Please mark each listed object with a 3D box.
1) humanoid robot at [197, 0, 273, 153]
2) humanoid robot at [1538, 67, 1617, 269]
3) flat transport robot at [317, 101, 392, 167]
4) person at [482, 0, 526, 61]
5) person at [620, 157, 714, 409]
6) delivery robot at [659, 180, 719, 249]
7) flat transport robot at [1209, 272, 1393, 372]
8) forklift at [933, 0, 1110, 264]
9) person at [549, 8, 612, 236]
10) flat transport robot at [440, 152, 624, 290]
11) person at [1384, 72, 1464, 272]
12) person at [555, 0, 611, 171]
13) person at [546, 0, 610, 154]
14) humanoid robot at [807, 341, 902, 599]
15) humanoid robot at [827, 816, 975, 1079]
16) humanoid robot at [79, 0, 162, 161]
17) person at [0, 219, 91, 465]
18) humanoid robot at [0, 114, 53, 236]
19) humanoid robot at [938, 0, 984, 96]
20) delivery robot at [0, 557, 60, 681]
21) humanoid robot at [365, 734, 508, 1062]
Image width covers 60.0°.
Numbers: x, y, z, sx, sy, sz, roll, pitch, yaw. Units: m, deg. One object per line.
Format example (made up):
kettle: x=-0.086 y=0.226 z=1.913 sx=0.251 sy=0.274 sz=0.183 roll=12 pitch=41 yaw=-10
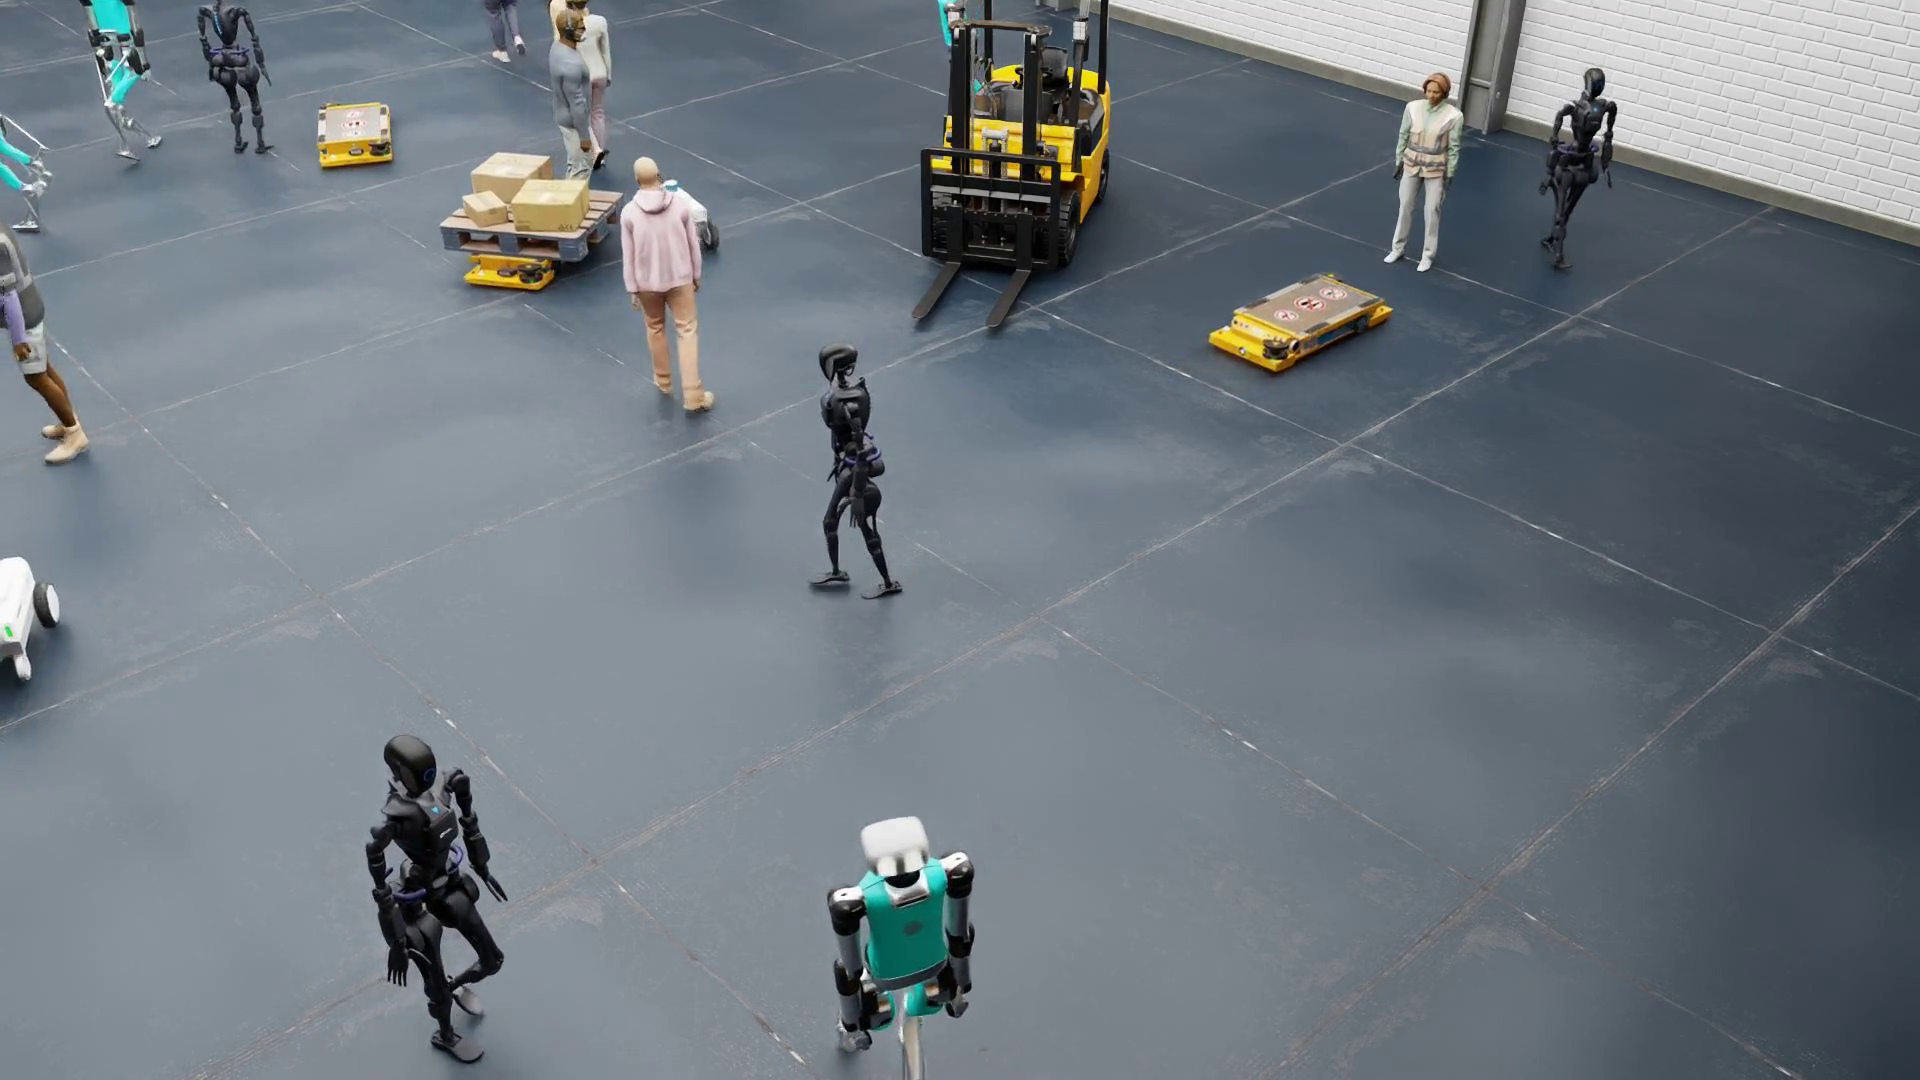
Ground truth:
humanoid robot: x=-6.889 y=-4.519 z=15.819 sx=0.609 sy=1.649 sz=0.327 roll=2 pitch=33 yaw=2
humanoid robot: x=5.062 y=-3.035 z=13.576 sx=0.600 sy=1.630 sz=0.765 roll=-6 pitch=34 yaw=-9
flat transport robot: x=-5.936 y=-4.002 z=16.324 sx=0.659 sy=0.231 sz=1.431 roll=-9 pitch=34 yaw=-14
person: x=-5.082 y=-6.180 z=18.220 sx=0.835 sy=1.847 sz=0.476 roll=-19 pitch=38 yaw=-27
person: x=-2.044 y=-1.752 z=11.518 sx=0.546 sy=1.750 sz=0.673 roll=-6 pitch=34 yaw=-9
delivery robot: x=-2.420 y=-2.747 z=14.141 sx=0.499 sy=0.603 sz=0.803 roll=-19 pitch=38 yaw=-26
flat transport robot: x=2.632 y=-1.687 z=12.767 sx=1.431 sy=0.231 sz=0.659 roll=-26 pitch=41 yaw=-34
forklift: x=0.570 y=-3.725 z=14.138 sx=1.214 sy=2.155 sz=2.313 roll=9 pitch=34 yaw=13
person: x=-3.236 y=-3.511 z=14.054 sx=0.368 sy=1.932 sz=0.621 roll=-12 pitch=35 yaw=-17
flat transport robot: x=-3.547 y=-2.486 z=13.995 sx=0.659 sy=0.231 sz=1.431 roll=7 pitch=34 yaw=11
person: x=3.782 y=-3.000 z=13.534 sx=0.519 sy=1.632 sz=0.312 roll=22 pitch=39 yaw=30
person: x=-3.438 y=-4.269 z=15.374 sx=0.534 sy=1.753 sz=0.536 roll=-22 pitch=39 yaw=-30
person: x=-3.605 y=-4.484 z=15.595 sx=0.401 sy=1.876 sz=0.555 roll=6 pitch=34 yaw=9
humanoid robot: x=-0.617 y=-0.376 z=9.470 sx=0.534 sy=1.641 sz=0.590 roll=-10 pitch=34 yaw=-15
humanoid robot: x=-0.313 y=1.590 z=6.423 sx=0.557 sy=1.805 sz=0.917 roll=-12 pitch=35 yaw=-18
humanoid robot: x=-7.993 y=-4.391 z=15.616 sx=0.556 sy=1.766 sz=1.020 roll=3 pitch=33 yaw=5
person: x=-6.194 y=-1.457 z=10.814 sx=0.444 sy=2.023 sz=0.700 roll=-20 pitch=38 yaw=-27
humanoid robot: x=-8.056 y=-3.348 z=14.079 sx=0.721 sy=1.911 sz=0.540 roll=-2 pitch=33 yaw=-3
humanoid robot: x=0.257 y=-4.429 z=15.677 sx=0.967 sy=1.789 sz=0.581 roll=-1 pitch=33 yaw=-2
delivery robot: x=-5.384 y=0.418 z=9.284 sx=0.499 sy=0.612 sz=0.796 roll=-10 pitch=34 yaw=-15
humanoid robot: x=-2.133 y=1.437 z=6.668 sx=0.397 sy=1.644 sz=0.589 roll=16 pitch=36 yaw=22
